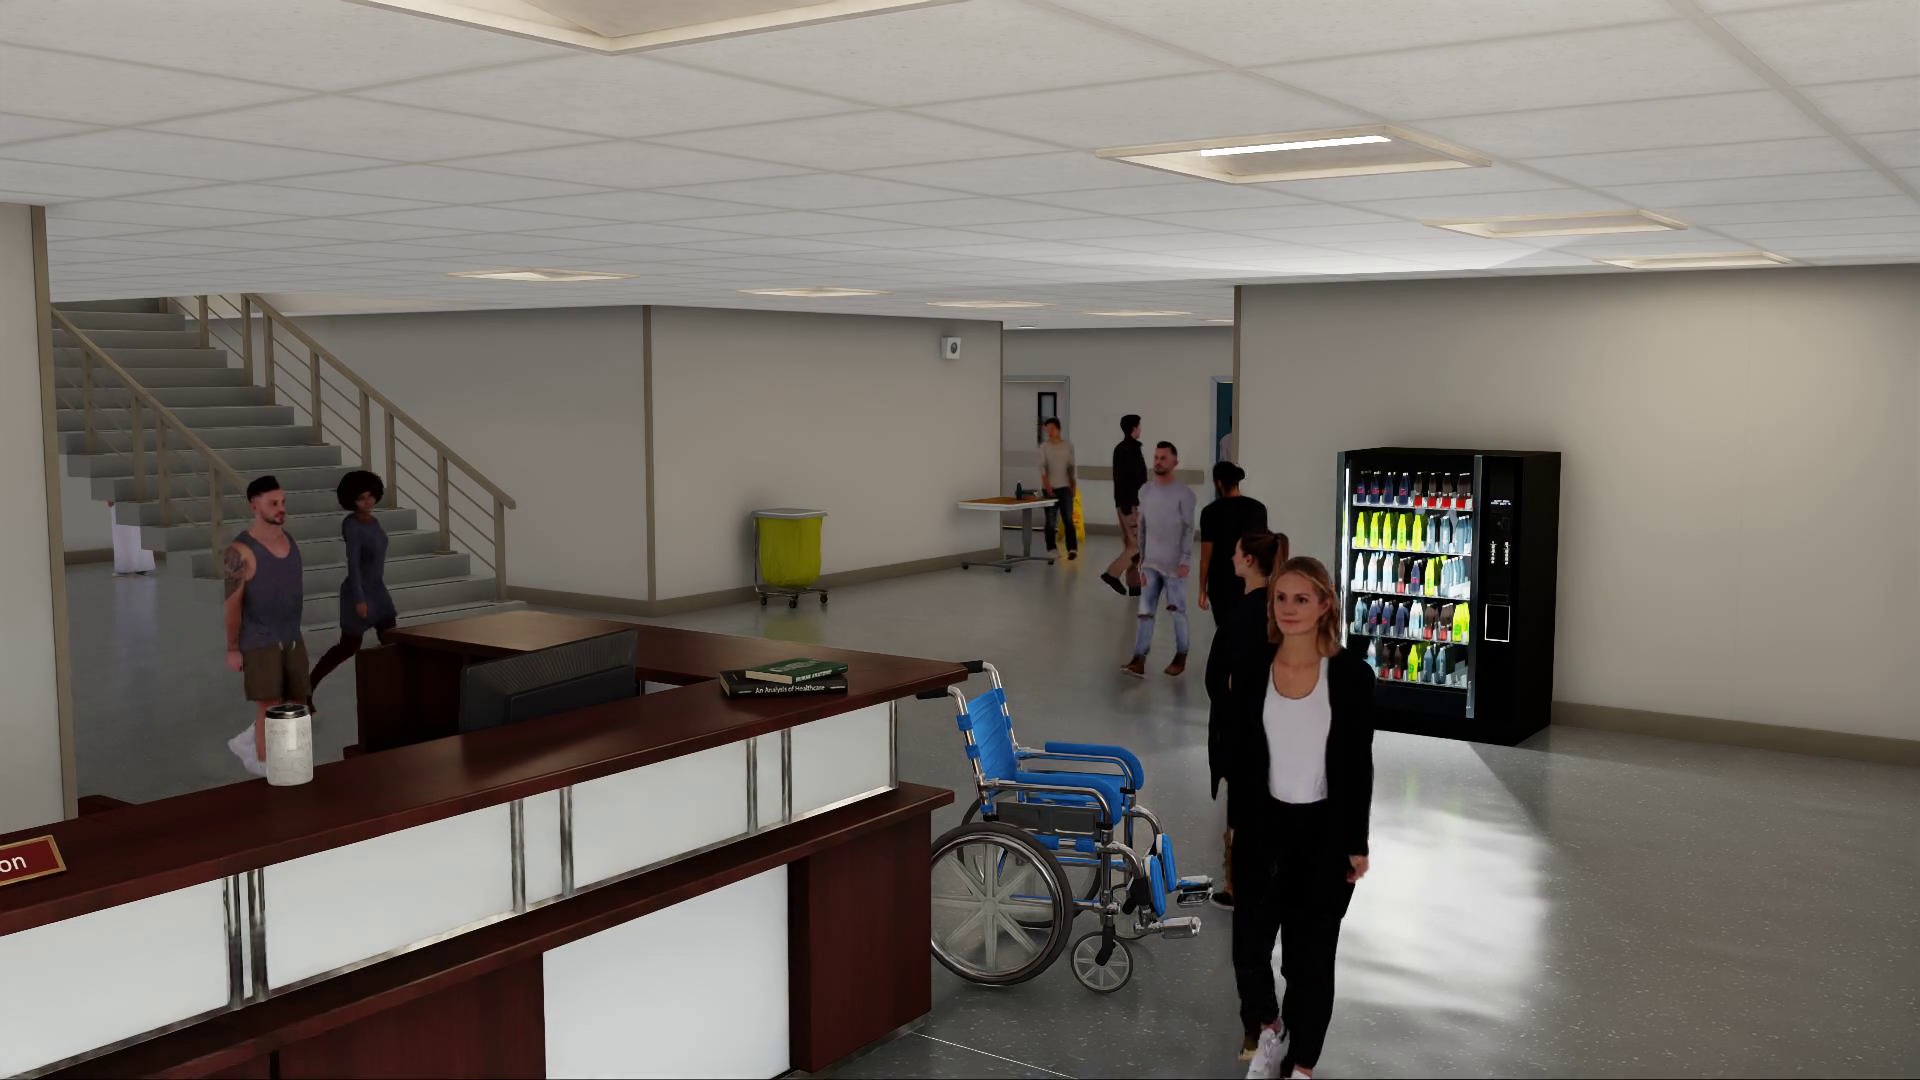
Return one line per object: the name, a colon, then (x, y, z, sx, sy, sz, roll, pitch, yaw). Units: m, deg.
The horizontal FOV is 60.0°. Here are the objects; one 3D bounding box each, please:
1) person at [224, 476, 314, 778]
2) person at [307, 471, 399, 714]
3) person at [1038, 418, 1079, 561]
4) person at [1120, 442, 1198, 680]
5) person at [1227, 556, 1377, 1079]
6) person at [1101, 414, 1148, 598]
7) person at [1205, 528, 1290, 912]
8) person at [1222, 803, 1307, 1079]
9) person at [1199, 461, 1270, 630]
person: (-3.926, 0.553, 9.306, 0.908, 1.826, 0.717, 3, 6, 26)
person: (-4.060, 0.401, 11.066, 1.155, 1.680, 0.952, 0, 6, 4)
person: (1.164, -0.600, 20.685, 1.131, 1.747, 1.205, -2, 6, -17)
person: (1.622, 0.163, 12.780, 0.971, 1.812, 0.800, 5, 7, 38)
person: (1.095, 0.934, 5.239, 0.664, 1.787, 0.750, 2, 6, 20)
person: (1.735, -0.345, 17.321, 1.078, 1.915, 1.027, -1, 6, -14)
person: (1.294, 0.780, 7.290, 0.538, 1.684, 0.616, 4, 7, 35)
person: (1.058, 1.090, 5.402, 0.654, 1.443, 0.748, 1, 6, 12)
person: (1.914, 0.353, 11.360, 1.099, 1.719, 1.113, 0, 6, -2)
